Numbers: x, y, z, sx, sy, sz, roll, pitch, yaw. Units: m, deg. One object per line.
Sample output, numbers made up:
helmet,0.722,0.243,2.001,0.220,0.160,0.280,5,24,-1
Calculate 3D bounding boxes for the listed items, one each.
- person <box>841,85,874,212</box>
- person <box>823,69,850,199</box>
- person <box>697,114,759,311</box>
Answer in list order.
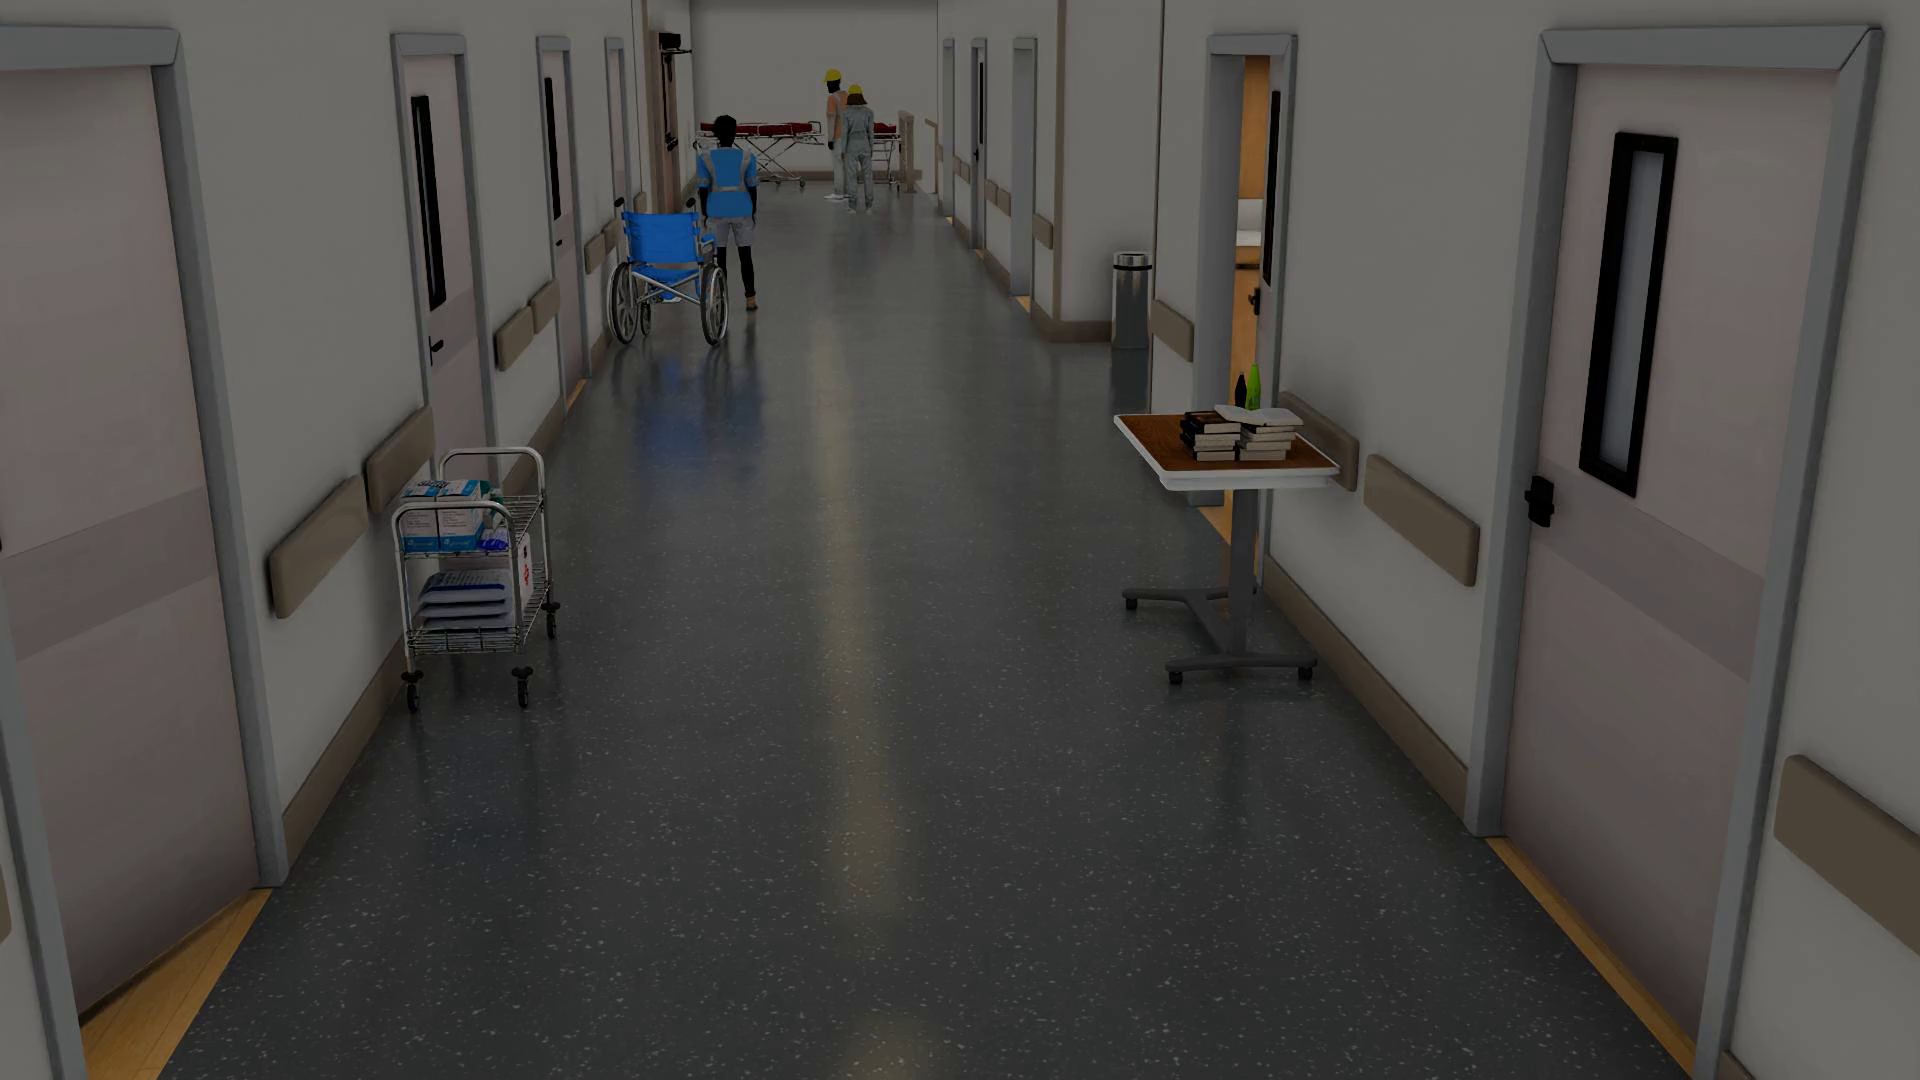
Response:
person,-1.437,-5.464,23.236,0.484,1.736,0.306,-6,18,-20
person,-1.857,-6.108,25.080,0.393,1.918,0.585,7,18,22
person,-2.019,-2.844,14.538,0.536,1.699,0.322,-3,17,-11
